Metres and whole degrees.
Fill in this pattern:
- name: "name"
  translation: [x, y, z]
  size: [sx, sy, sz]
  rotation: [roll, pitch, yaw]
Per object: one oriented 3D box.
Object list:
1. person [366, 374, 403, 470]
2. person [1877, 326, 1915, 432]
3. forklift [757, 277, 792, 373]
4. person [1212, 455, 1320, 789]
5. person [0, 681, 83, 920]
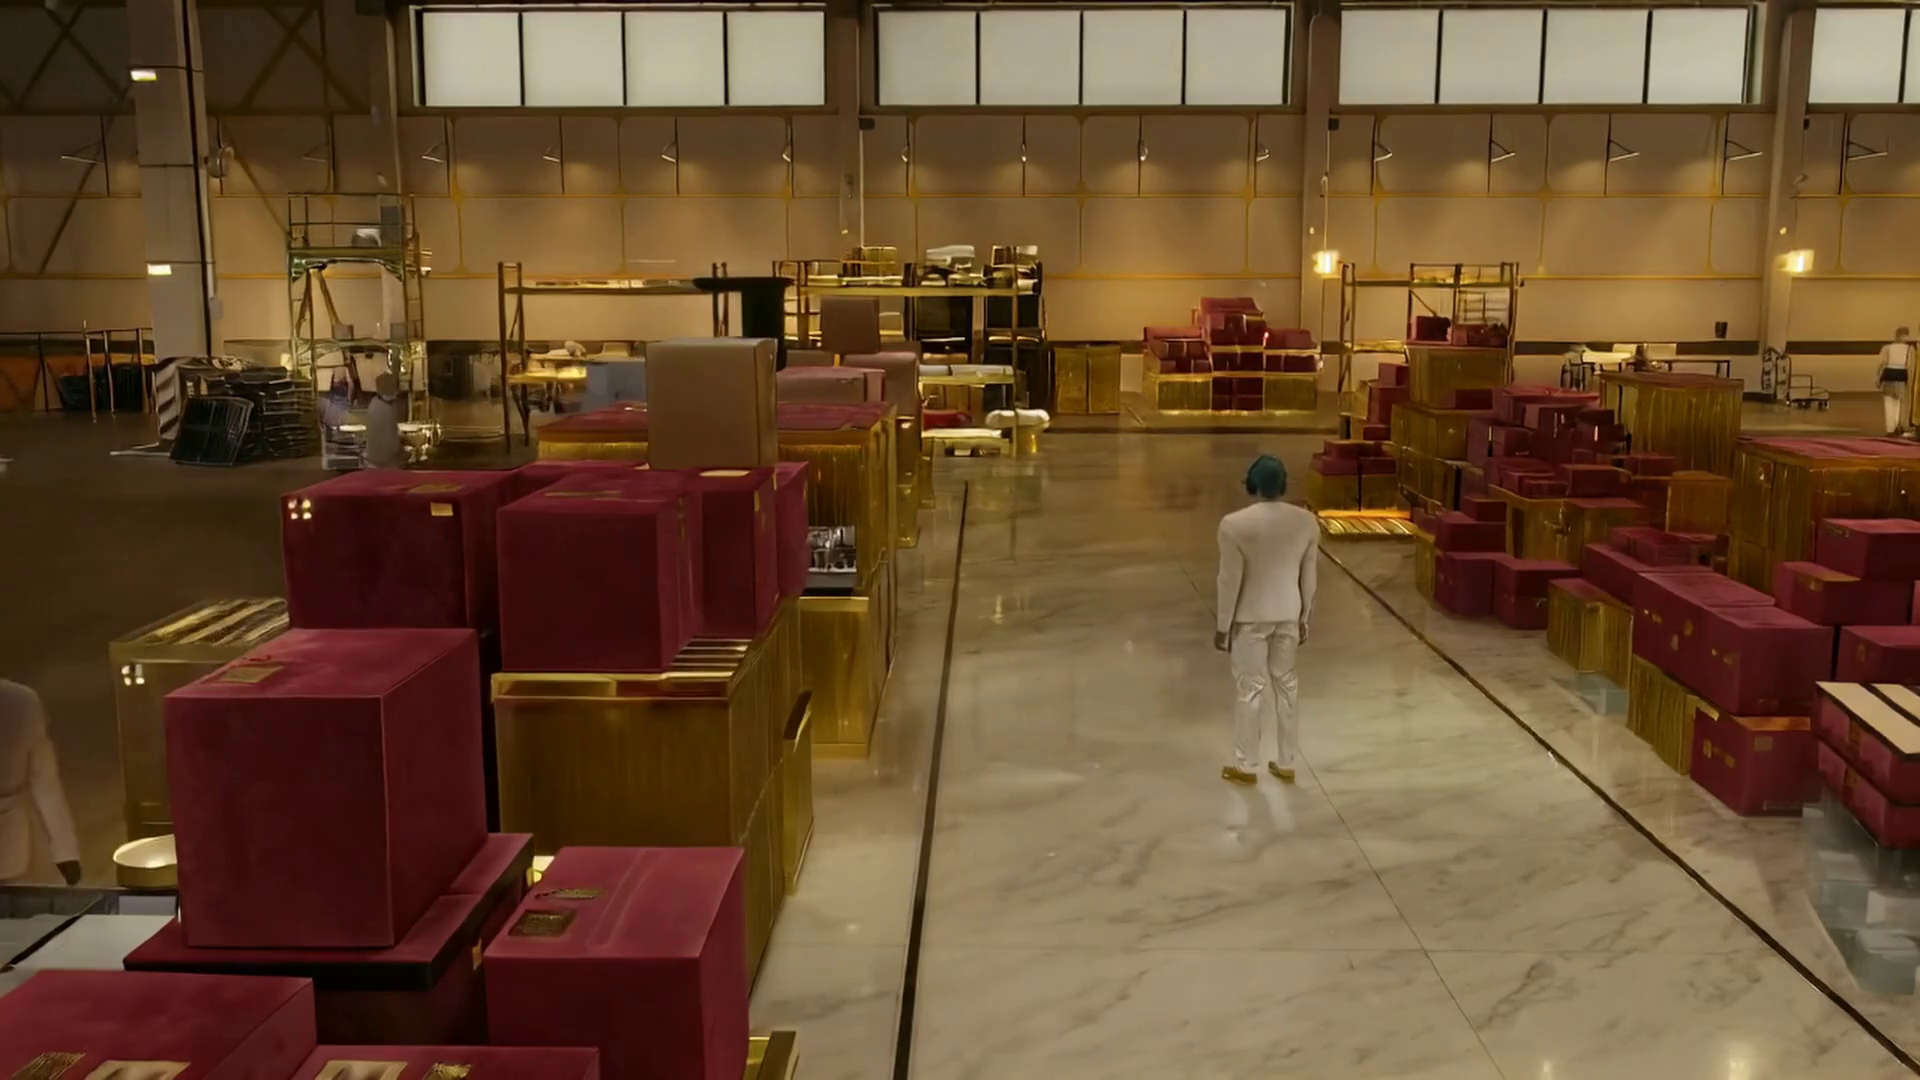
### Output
- name: "person"
  translation: [-5.996, -0.806, 17.454]
  size: [0.383, 1.901, 0.791]
  rotation: [0, 9, -3]
- name: "person"
  translation: [16.837, -2.899, 29.927]
  size: [0.549, 1.910, 0.901]
  rotation: [4, 10, 24]
- name: "forklift"
  translation: [-2.680, -2.403, 24.028]
  size: [1.873, 2.768, 1.129]
  rotation: [0, 9, 1]
- name: "person"
  translation: [1.756, 0.472, 9.621]
  size: [0.627, 1.941, 0.371]
  rotation: [-3, 10, -16]
- name: "person"
  translation: [-3.514, 1.138, 5.886]
  size: [1.022, 1.858, 0.651]
  rotation: [4, 10, 25]
